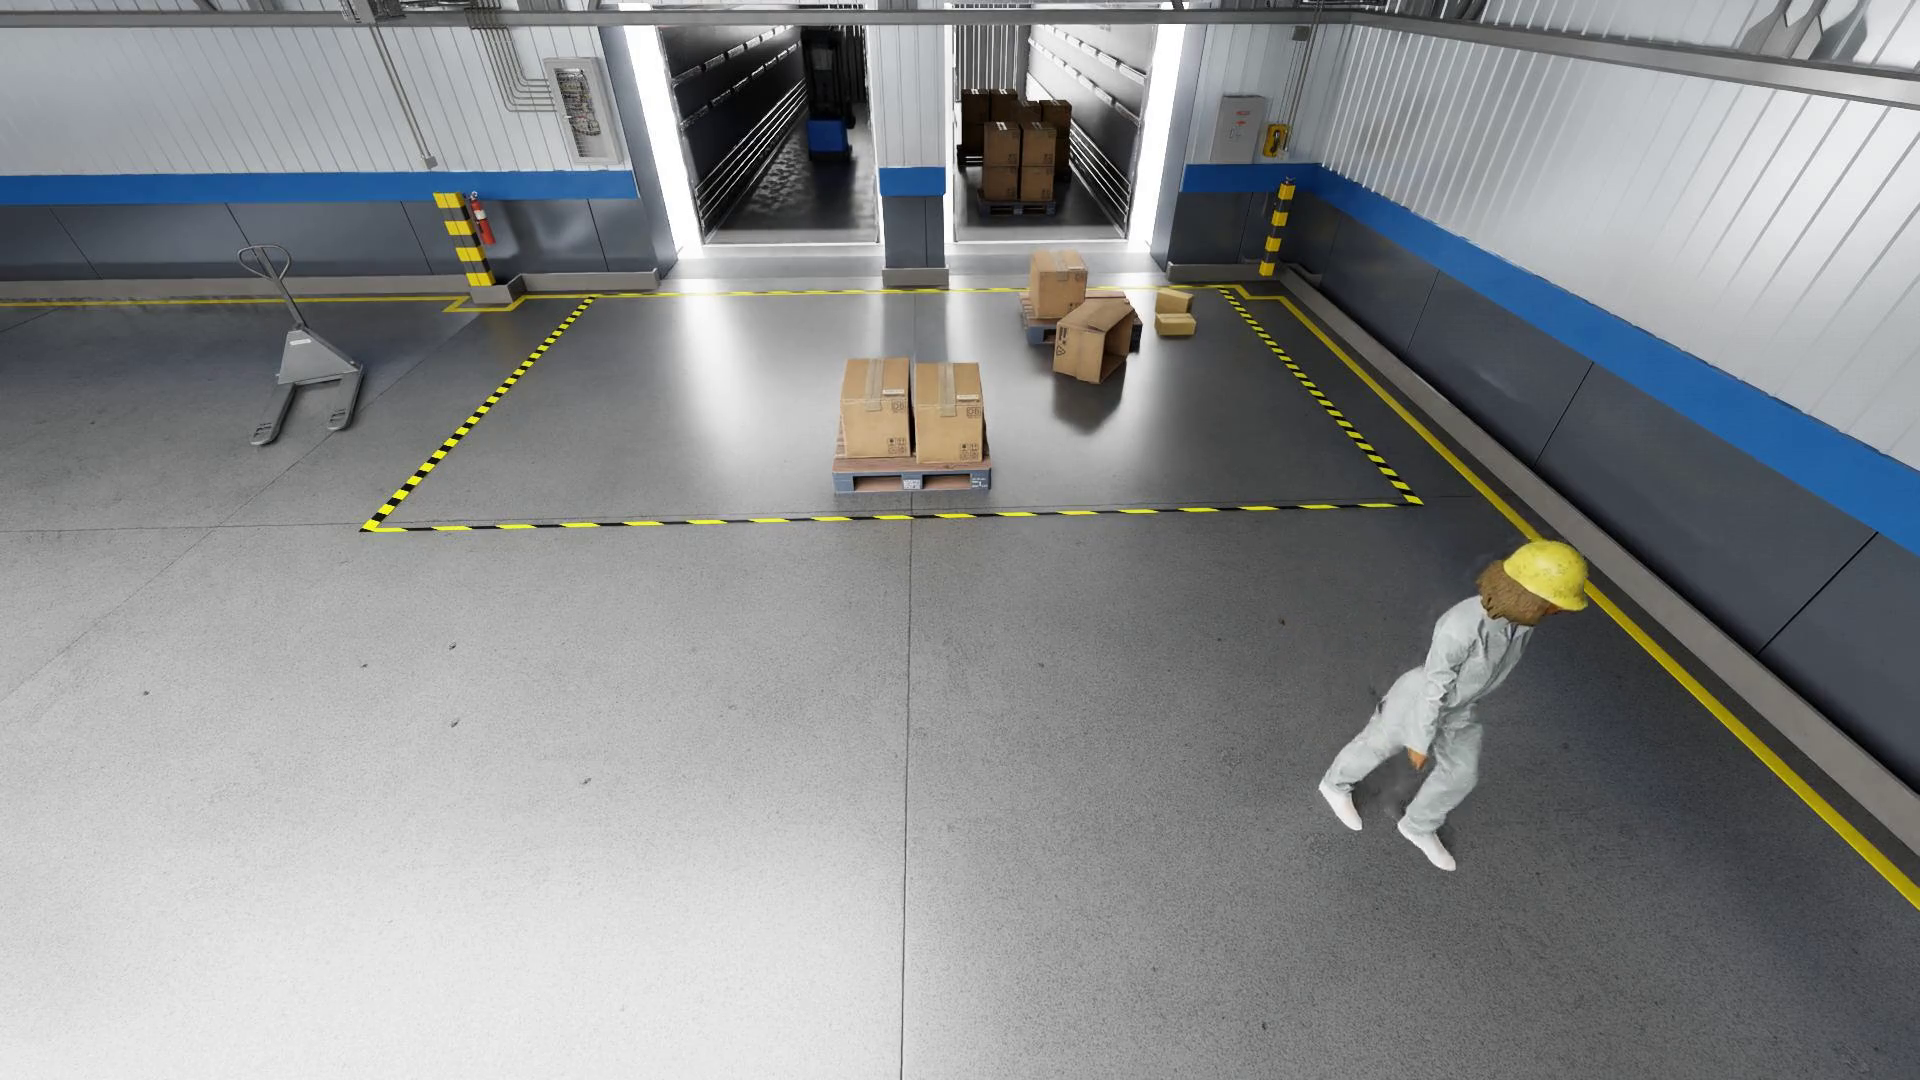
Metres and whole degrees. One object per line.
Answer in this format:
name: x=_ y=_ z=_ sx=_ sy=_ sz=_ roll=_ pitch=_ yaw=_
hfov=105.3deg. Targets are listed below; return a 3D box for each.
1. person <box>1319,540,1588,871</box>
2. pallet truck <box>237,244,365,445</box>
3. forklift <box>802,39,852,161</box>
person: x=1.935 y=0.698 z=2.913 sx=0.502 sy=1.727 sz=0.573 roll=-12 pitch=40 yaw=-15
pallet truck: x=-5.915 y=-1.733 z=6.366 sx=0.680 sy=1.201 sz=1.601 roll=-18 pitch=42 yaw=-21
forklift: x=-2.650 y=-8.561 z=14.325 sx=0.716 sy=2.013 sz=0.776 roll=-1 pitch=38 yaw=-1
